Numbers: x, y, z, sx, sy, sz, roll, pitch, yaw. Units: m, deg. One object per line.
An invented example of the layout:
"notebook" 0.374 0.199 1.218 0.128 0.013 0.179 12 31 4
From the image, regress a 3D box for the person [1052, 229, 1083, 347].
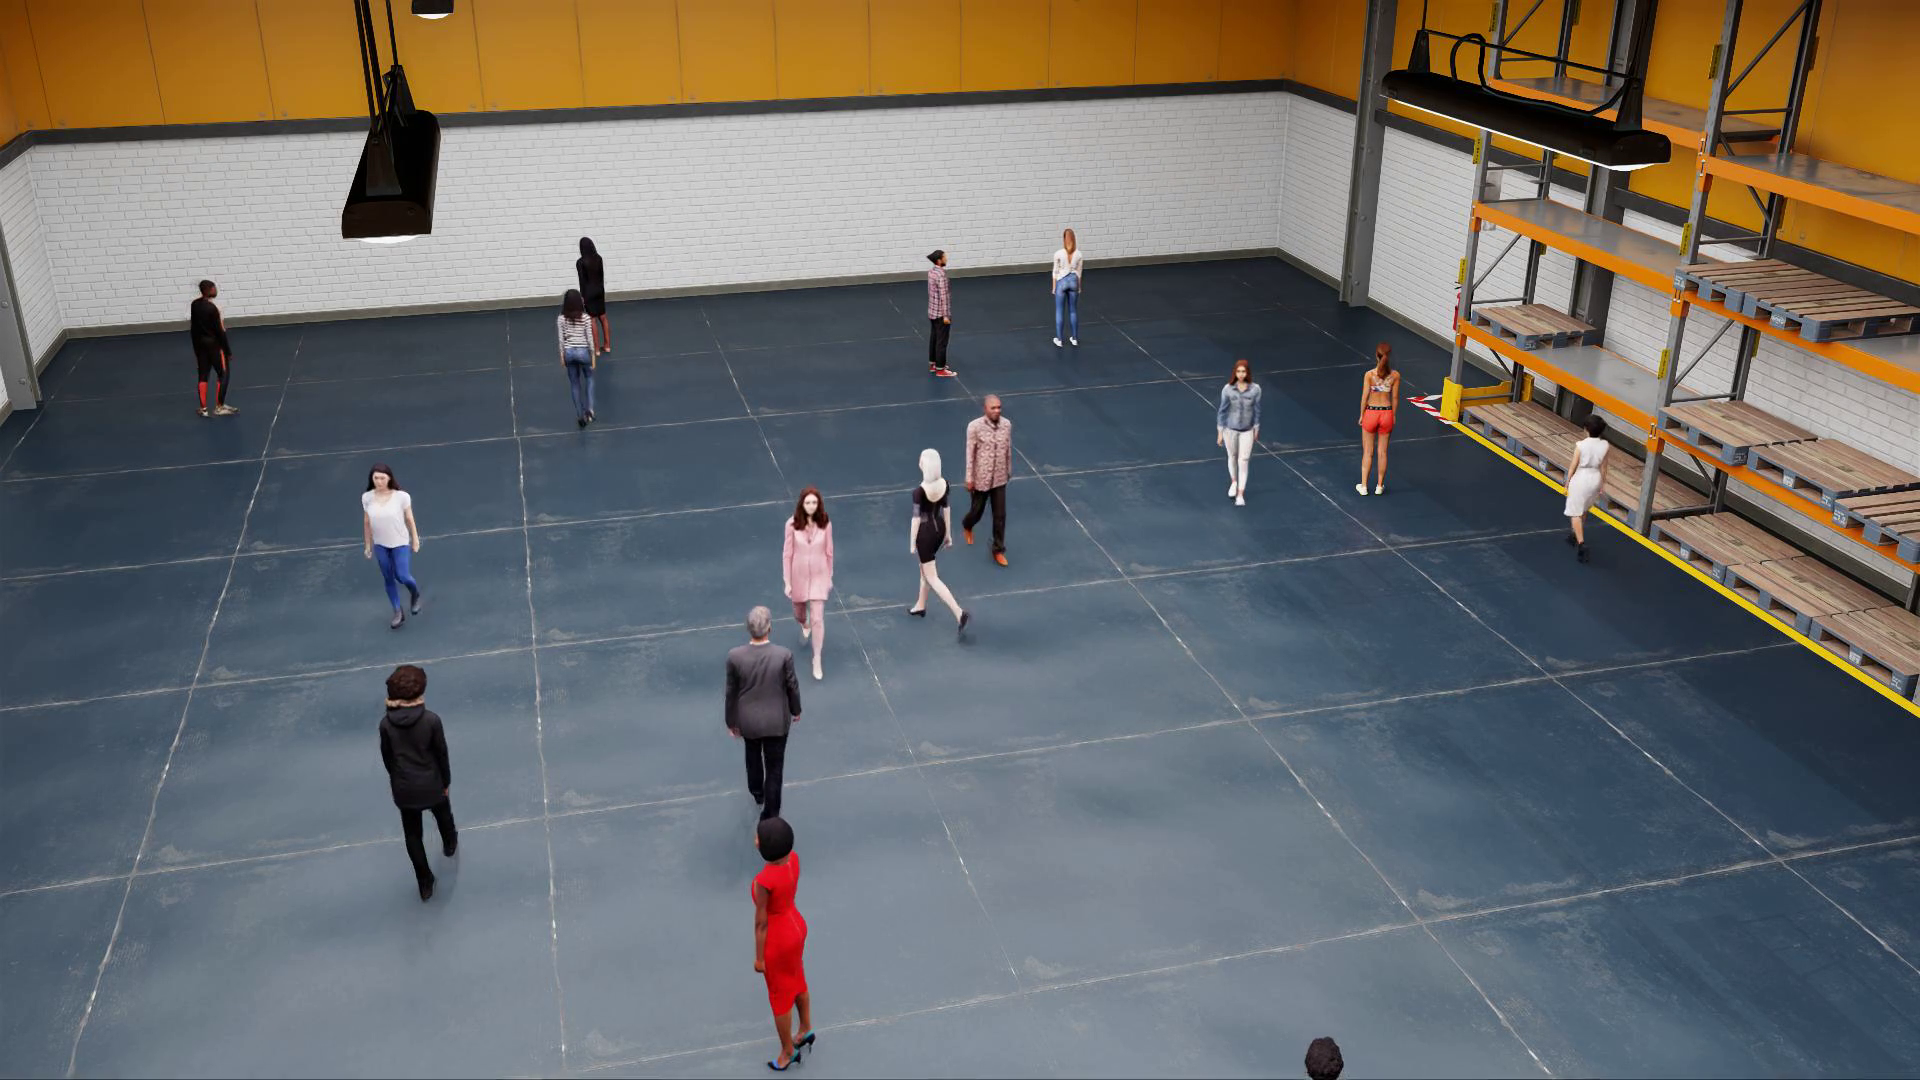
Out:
"person" 1.567 -3.704 24.359 0.589 1.722 0.500 -6 24 -15

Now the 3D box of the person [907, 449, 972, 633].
"person" -0.207 0.038 15.699 1.195 1.801 0.960 21 31 39

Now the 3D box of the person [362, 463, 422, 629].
"person" -5.393 0.023 15.897 0.726 1.670 0.768 1 24 3

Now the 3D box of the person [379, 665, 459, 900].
"person" -3.858 1.761 11.820 0.641 1.751 0.968 -5 24 -12

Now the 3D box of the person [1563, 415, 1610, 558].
"person" 6.538 -0.540 17.353 0.617 1.536 0.884 -3 24 -8

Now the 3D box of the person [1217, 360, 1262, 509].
"person" 3.149 -1.246 18.802 0.909 1.668 1.121 4 24 9

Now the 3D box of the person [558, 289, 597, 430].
"person" -4.834 -2.243 20.941 0.636 1.783 0.641 -3 24 -6

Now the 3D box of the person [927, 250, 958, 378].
"person" -0.286 -3.162 23.071 0.772 1.761 0.553 -9 25 -19

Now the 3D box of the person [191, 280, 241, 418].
"person" -9.711 -2.469 21.466 0.847 1.775 0.861 4 24 9

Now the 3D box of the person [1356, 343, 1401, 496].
"person" 4.765 -1.377 18.950 0.651 1.790 0.657 2 24 4

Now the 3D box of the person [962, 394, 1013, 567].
"person" 0.264 -0.668 17.336 0.731 1.784 1.048 -9 25 -19

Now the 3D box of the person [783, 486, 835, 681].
"person" -1.376 0.335 15.053 0.736 1.775 1.094 -2 24 -5

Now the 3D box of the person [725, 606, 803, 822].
"person" -1.496 1.398 12.568 0.899 1.817 1.065 2 24 6

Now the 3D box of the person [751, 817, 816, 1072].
"person" -1.080 2.476 10.200 0.720 1.739 0.647 10 26 22

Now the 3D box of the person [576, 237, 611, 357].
"person" -5.283 -3.524 23.949 0.710 1.720 0.682 17 29 34
